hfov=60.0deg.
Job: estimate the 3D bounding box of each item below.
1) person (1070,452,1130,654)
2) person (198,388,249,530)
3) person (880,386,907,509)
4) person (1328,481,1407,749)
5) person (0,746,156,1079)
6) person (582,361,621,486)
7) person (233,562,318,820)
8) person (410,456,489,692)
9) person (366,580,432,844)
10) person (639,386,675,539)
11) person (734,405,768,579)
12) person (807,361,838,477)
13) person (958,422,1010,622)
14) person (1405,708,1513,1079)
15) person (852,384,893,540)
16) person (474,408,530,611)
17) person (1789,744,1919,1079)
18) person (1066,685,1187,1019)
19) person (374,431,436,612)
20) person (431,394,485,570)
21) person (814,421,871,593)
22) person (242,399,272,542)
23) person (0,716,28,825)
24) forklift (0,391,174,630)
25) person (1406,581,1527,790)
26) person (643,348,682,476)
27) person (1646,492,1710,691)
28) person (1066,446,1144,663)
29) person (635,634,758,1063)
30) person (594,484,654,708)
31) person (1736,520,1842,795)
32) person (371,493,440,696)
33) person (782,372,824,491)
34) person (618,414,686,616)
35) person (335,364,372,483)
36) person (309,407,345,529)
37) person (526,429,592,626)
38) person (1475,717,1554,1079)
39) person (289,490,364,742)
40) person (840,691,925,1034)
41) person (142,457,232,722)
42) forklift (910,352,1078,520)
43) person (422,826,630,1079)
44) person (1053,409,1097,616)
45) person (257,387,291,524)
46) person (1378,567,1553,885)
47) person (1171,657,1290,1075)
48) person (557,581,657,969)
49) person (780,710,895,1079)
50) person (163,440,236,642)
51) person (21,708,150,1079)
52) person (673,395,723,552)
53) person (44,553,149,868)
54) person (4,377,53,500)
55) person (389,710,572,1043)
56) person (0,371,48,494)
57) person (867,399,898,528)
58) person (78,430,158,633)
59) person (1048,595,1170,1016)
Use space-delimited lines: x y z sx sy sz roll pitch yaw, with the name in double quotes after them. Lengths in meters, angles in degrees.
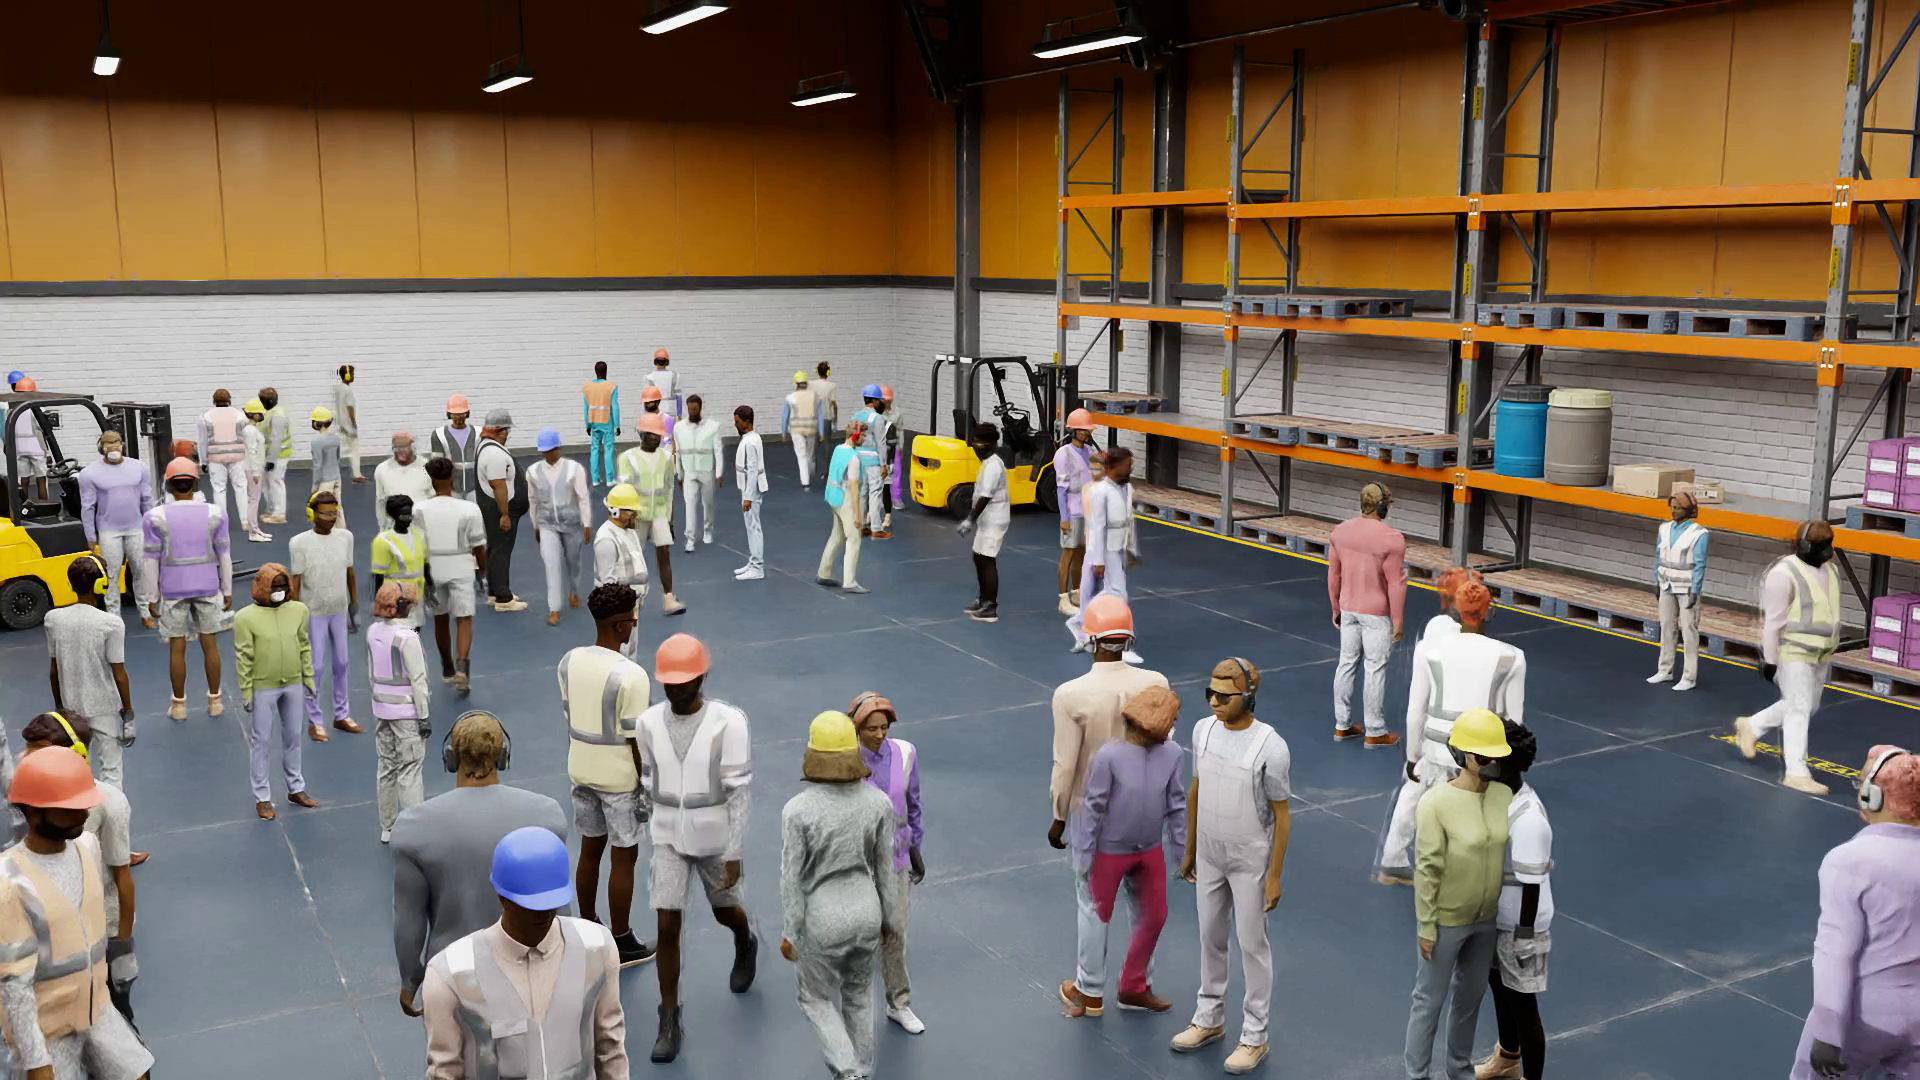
1.277 0.110 14.984 0.773 1.792 0.607 -10 14 -44 "person"
-9.414 -1.027 21.347 0.634 1.841 0.429 -5 11 -27 "person"
-0.996 -1.266 23.065 0.593 1.719 0.776 -4 11 -22 "person"
2.952 0.538 12.059 0.354 1.937 0.635 -8 13 -39 "person"
-3.073 1.643 5.737 0.404 1.920 0.556 2 10 14 "person"
-5.488 -1.777 25.477 0.587 1.911 0.397 3 10 17 "person"
-4.352 0.944 10.603 0.288 1.633 0.497 8 13 39 "person"
-4.182 0.280 13.586 0.620 1.937 0.830 -1 10 -8 "person"
-3.353 1.051 9.977 0.511 1.638 0.308 8 12 37 "person"
-3.786 -0.951 20.657 0.543 1.931 0.387 7 12 37 "person"
-2.300 -0.527 18.261 0.392 1.915 0.590 -1 10 -8 "person"
-2.193 -1.901 26.333 0.537 1.857 0.465 2 10 13 "person"
0.231 -0.184 16.218 0.503 1.946 0.597 -2 10 -9 "person"
2.063 1.540 6.783 0.523 1.769 0.321 -5 11 -28 "person"
-1.103 -0.971 20.725 0.390 1.945 0.603 -8 13 -40 "person"
-4.573 -0.319 16.697 0.538 2.000 0.690 -5 11 -25 "person"
3.234 1.637 5.956 0.677 1.857 0.971 -2 10 -12 "person"
0.777 1.453 7.750 0.573 1.610 0.401 -5 11 -25 "person"
-5.365 -0.136 16.239 0.659 1.853 1.001 -2 10 -10 "person"
-5.450 -0.582 18.209 0.614 2.040 0.391 -5 11 -27 "person"
-1.235 -0.347 17.492 0.531 1.822 0.739 -4 11 -23 "person"
-8.710 -0.863 20.622 0.327 1.767 0.533 -3 10 -19 "person"
-6.087 1.005 10.101 0.498 1.691 0.797 -1 10 -3 "person"
-9.026 -0.363 16.508 1.214 2.155 2.313 6 11 29 "forklift"
2.658 1.142 8.771 0.584 1.871 0.387 3 10 19 "person"
-4.749 -2.036 26.575 0.614 2.041 0.393 -3 10 -16 "person"
5.909 0.415 13.652 0.311 1.632 0.508 -4 11 -22 "person"
1.275 0.108 14.679 0.830 1.886 0.660 6 11 30 "person"
-1.195 1.327 7.652 0.546 1.908 0.909 1 10 8 "person"
-2.602 0.468 12.822 0.403 1.817 0.601 1 10 5 "person"
5.609 0.746 11.236 0.635 1.824 0.739 -5 11 -28 "person"
-4.418 0.457 13.265 0.368 1.680 0.537 4 11 20 "person"
-2.383 -1.646 25.112 0.611 1.775 0.966 -4 11 -21 "person"
-3.059 -0.245 16.444 0.617 1.990 1.002 -6 12 -31 "person"
-9.478 -1.780 25.638 0.542 1.854 0.621 9 14 43 "person"
-7.475 -0.688 19.605 0.305 1.772 0.527 2 10 9 "person"
-3.914 -0.169 16.319 0.627 1.888 1.050 -1 10 -5 "person"
2.280 1.560 6.920 0.323 1.690 0.547 0 10 -3 "person"
-4.657 0.549 12.240 0.325 1.859 0.520 9 13 42 "person"
-0.400 1.476 7.548 0.520 1.630 0.325 -7 12 -34 "person"
-5.901 0.377 12.748 0.611 2.030 0.409 -6 12 -33 "person"
0.460 -1.461 22.833 2.313 2.155 1.214 -5 11 -28 "forklift"
-1.269 1.774 4.952 0.604 1.939 0.414 -6 12 -32 "person"
1.178 -0.278 16.460 0.374 2.044 0.607 7 12 34 "person"
-9.045 -1.106 21.880 0.462 1.826 0.649 -7 12 -35 "person"
2.837 1.063 9.311 0.972 1.834 0.589 0 10 -1 "person"
1.195 1.410 7.307 0.331 1.844 0.521 -9 13 -43 "person"
-1.755 1.173 8.366 0.598 1.958 0.370 7 12 36 "person"
-0.484 1.559 6.798 0.509 1.722 0.480 -6 11 -30 "person"
-7.033 -0.006 15.434 0.913 1.846 0.648 -7 12 -37 "person"
-3.386 1.556 6.451 0.524 1.857 0.345 5 11 28 "person"
-3.155 -0.824 20.122 0.610 1.874 1.004 0 10 0 "person"
-4.999 1.006 9.605 0.510 1.861 0.324 1 10 8 "person"
-12.206 -1.164 21.862 0.542 1.938 0.357 0 10 0 "person"
-1.750 1.575 6.137 0.636 1.928 0.383 -5 11 -25 "person"
-13.015 -1.384 23.140 0.417 1.939 0.601 7 12 35 "person"
-1.076 -0.998 21.591 0.541 1.696 0.316 4 11 23 "person"
-7.908 -0.079 15.657 0.635 1.930 0.375 -9 13 -40 "person"
0.697 1.243 7.836 0.610 1.996 0.386 -4 11 -21 "person"
